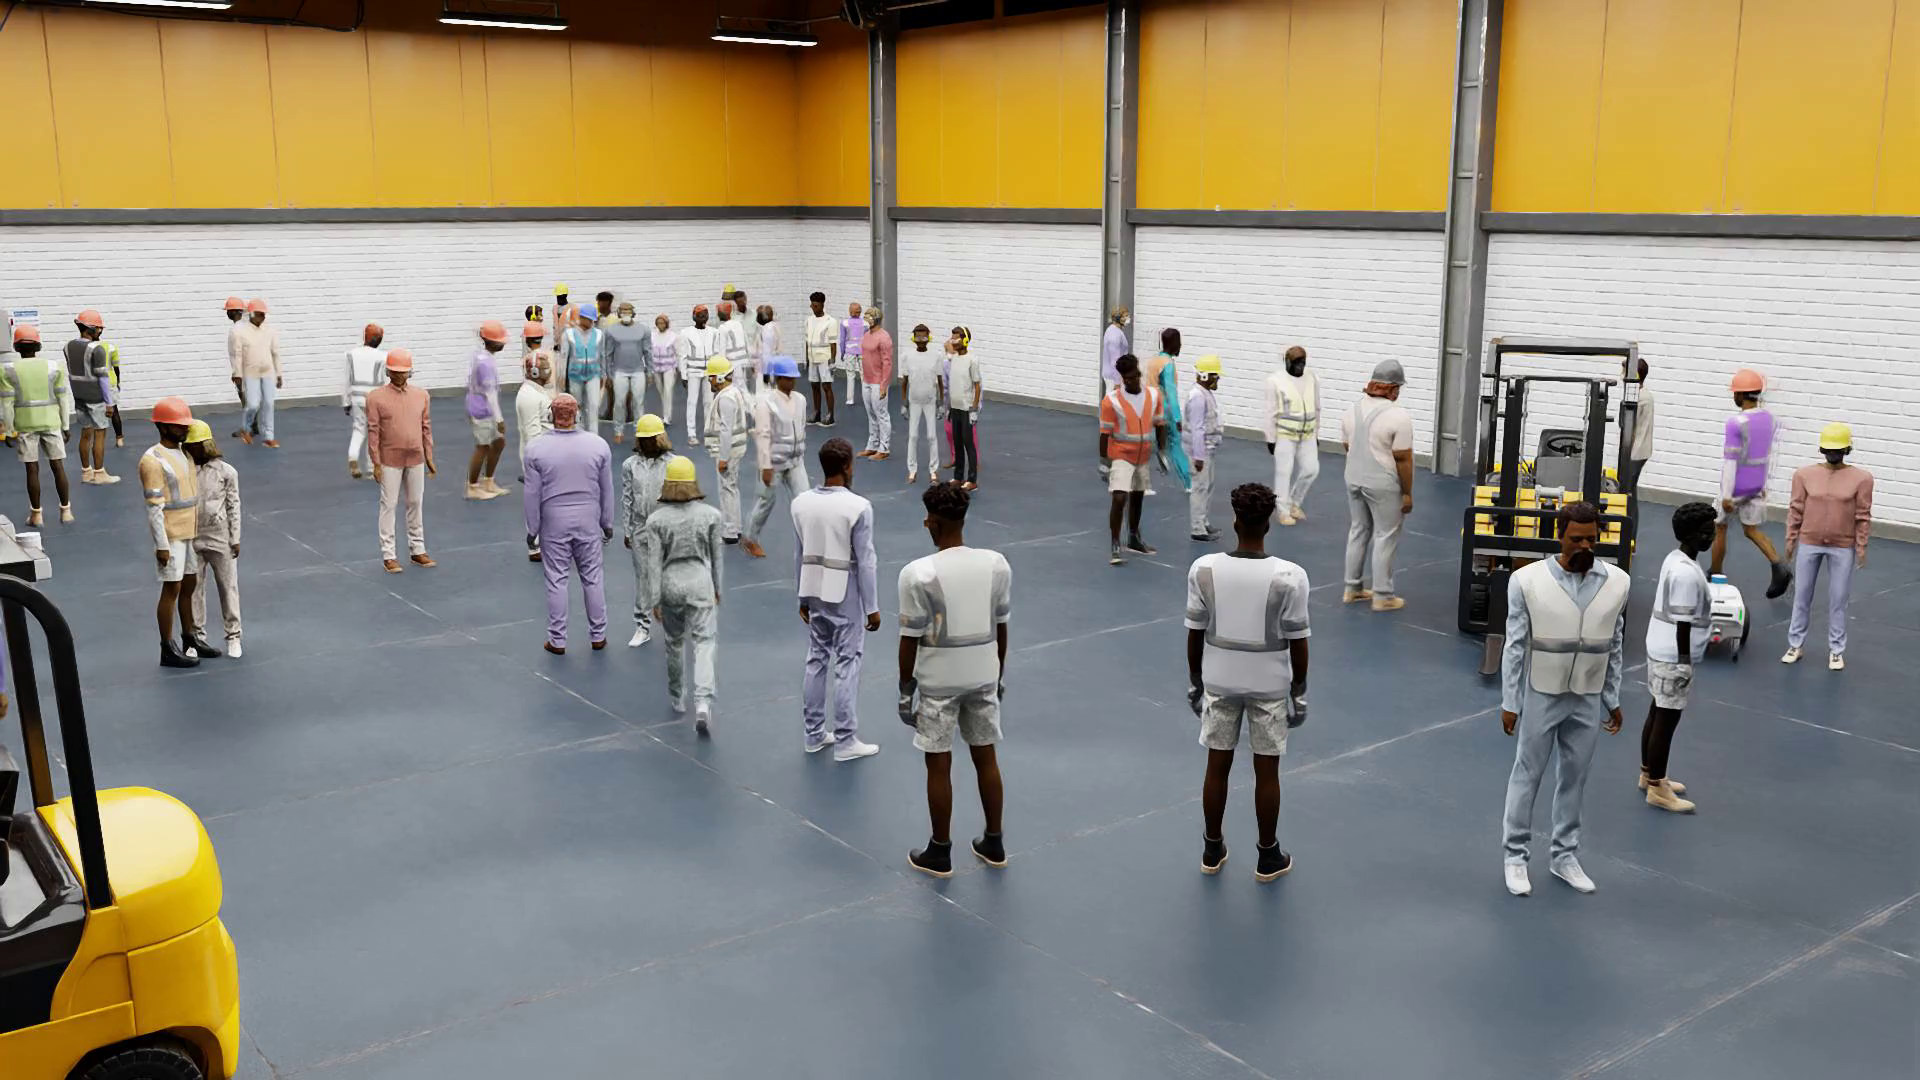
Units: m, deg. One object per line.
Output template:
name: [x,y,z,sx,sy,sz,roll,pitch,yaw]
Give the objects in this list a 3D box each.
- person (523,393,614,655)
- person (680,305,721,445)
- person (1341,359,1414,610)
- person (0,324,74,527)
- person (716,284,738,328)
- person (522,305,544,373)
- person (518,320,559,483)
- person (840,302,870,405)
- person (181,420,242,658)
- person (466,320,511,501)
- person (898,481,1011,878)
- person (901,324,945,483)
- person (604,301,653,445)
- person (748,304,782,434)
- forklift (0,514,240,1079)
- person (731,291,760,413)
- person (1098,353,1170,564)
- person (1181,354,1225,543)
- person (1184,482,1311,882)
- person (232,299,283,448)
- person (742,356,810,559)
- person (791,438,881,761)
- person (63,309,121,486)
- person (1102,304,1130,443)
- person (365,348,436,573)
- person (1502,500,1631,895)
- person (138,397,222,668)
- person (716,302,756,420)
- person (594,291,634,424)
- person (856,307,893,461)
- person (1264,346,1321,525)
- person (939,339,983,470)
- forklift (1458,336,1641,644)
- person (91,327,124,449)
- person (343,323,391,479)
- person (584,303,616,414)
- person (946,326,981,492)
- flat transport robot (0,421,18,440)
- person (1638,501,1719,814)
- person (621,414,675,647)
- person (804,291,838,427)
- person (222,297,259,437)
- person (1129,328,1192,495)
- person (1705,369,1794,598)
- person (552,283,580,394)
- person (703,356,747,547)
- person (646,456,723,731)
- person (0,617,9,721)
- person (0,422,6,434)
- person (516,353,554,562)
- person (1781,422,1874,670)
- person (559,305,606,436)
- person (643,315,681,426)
person: [-2.848,-0.118,12.129,0.652,1.906,0.409,-5,13,-24]
person: [-3.489,-2.224,22.384,0.579,1.878,0.352,-8,14,-33]
person: [3.406,-0.461,13.462,0.536,2.000,0.694,-7,14,-31]
person: [-9.317,-1.150,16.782,0.605,2.045,0.385,-9,15,-36]
person: [-4.148,-3.735,30.001,0.490,1.740,0.322,0,12,-1]
person: [-5.745,-2.233,22.465,0.327,1.863,0.508,-3,12,-15]
person: [-4.762,-1.565,19.136,0.845,1.911,0.545,8,14,34]
person: [-1.661,-2.969,26.543,0.515,1.641,0.314,-2,12,-10]
person: [-5.422,0.000,11.959,0.486,1.744,0.294,-2,12,-12]
person: [-5.142,-1.392,18.083,0.627,1.987,0.649,-3,12,-14]
person: [-0.033,0.680,8.185,0.616,1.953,0.400,-6,13,-27]
person: [-0.430,-1.582,19.331,0.511,1.859,0.324,1,12,3]
person: [-4.436,-2.226,22.276,0.638,1.930,0.387,-3,12,-14]
person: [-2.676,-2.370,23.207,0.590,1.824,0.649,-1,12,-3]
forklift: [-3.687,1.115,5.480,2.313,2.155,1.214,-9,15,-36]
person: [-3.316,-2.875,25.496,0.621,1.884,0.452,-6,13,-27]
person: [1.557,-0.743,15.142,0.699,1.916,0.701,-6,13,-26]
person: [2.331,-0.880,16.031,0.410,1.825,0.617,2,12,9]
person: [1.398,0.689,8.086,0.612,1.965,0.361,5,13,23]
person: [-9.277,-2.193,21.980,0.462,1.972,0.642,10,15,39]
person: [-1.643,-0.730,15.111,0.968,1.912,0.630,11,16,43]
person: [-0.755,0.352,9.862,0.596,1.913,0.388,9,15,38]
person: [-9.992,-1.637,19.183,0.616,2.028,0.408,5,13,24]
person: [2.010,-2.072,21.491,0.352,1.937,0.635,1,12,3]
person: [-4.958,-0.714,14.806,0.611,1.990,0.392,-11,16,-44]
person: [2.868,0.743,7.947,0.597,1.916,0.371,-1,12,-6]
person: [-5.527,-0.056,11.793,0.386,1.930,0.539,1,12,5]
person: [-3.179,-2.516,23.938,0.938,1.830,0.623,5,13,21]
person: [-5.102,-2.650,24.319,0.622,1.939,0.617,-4,12,-17]
person: [-1.069,-1.967,20.981,0.372,1.940,0.627,-7,13,-29]
person: [3.377,-1.053,16.842,0.649,1.823,0.458,-4,12,-18]
person: [0.014,-1.643,20.214,0.535,1.615,0.347,4,12,18]
forklift: [4.683,-0.471,13.136,1.214,2.155,2.313,4,12,20]
person: [-11.328,-2.038,21.913,0.539,1.695,0.318,-11,16,-43]
person: [-6.927,-1.601,19.421,0.621,1.852,0.655,1,12,3]
person: [-5.450,-2.731,25.221,0.535,1.698,0.880,7,14,31]
person: [0.016,-1.479,18.794,0.318,1.870,0.531,-9,14,-36]
flat transport robot: [-13.655,-1.489,22.724,1.431,0.197,0.652,-1,12,-7]
person: [3.910,0.620,9.066,0.321,1.698,0.537,4,12,17]
person: [-2.247,-0.065,12.269,0.492,1.742,0.315,0,12,1]
person: [-2.021,-2.620,24.103,0.606,1.958,0.374,10,15,40]
person: [-9.976,-2.396,23.055,0.358,1.938,0.548,-1,12,-5]
person: [2.350,-1.411,18.464,1.002,1.861,0.622,0,12,1]
person: [6.528,-0.455,13.751,0.560,1.912,0.832,-5,13,-24]
person: [-6.446,-3.244,27.219,0.607,1.917,0.409,9,15,38]
person: [-2.234,-0.845,15.860,0.403,1.818,0.606,-1,12,-4]
person: [-1.725,0.323,10.485,0.475,1.711,0.847,-2,12,-9]
person: [-4.835,0.703,7.837,0.612,2.043,0.374,-9,15,-36]
person: [-13.181,-2.080,22.216,0.559,1.657,0.774,2,12,10]
person: [-3.833,-0.761,15.237,0.399,1.908,0.643,-2,12,-10]
person: [6.107,0.040,11.732,0.526,1.761,0.333,7,14,30]
person: [-4.941,-2.128,21.854,0.645,1.890,0.944,-4,12,-19]
person: [-4.336,-2.446,24.115,0.525,1.598,0.817,2,12,11]
